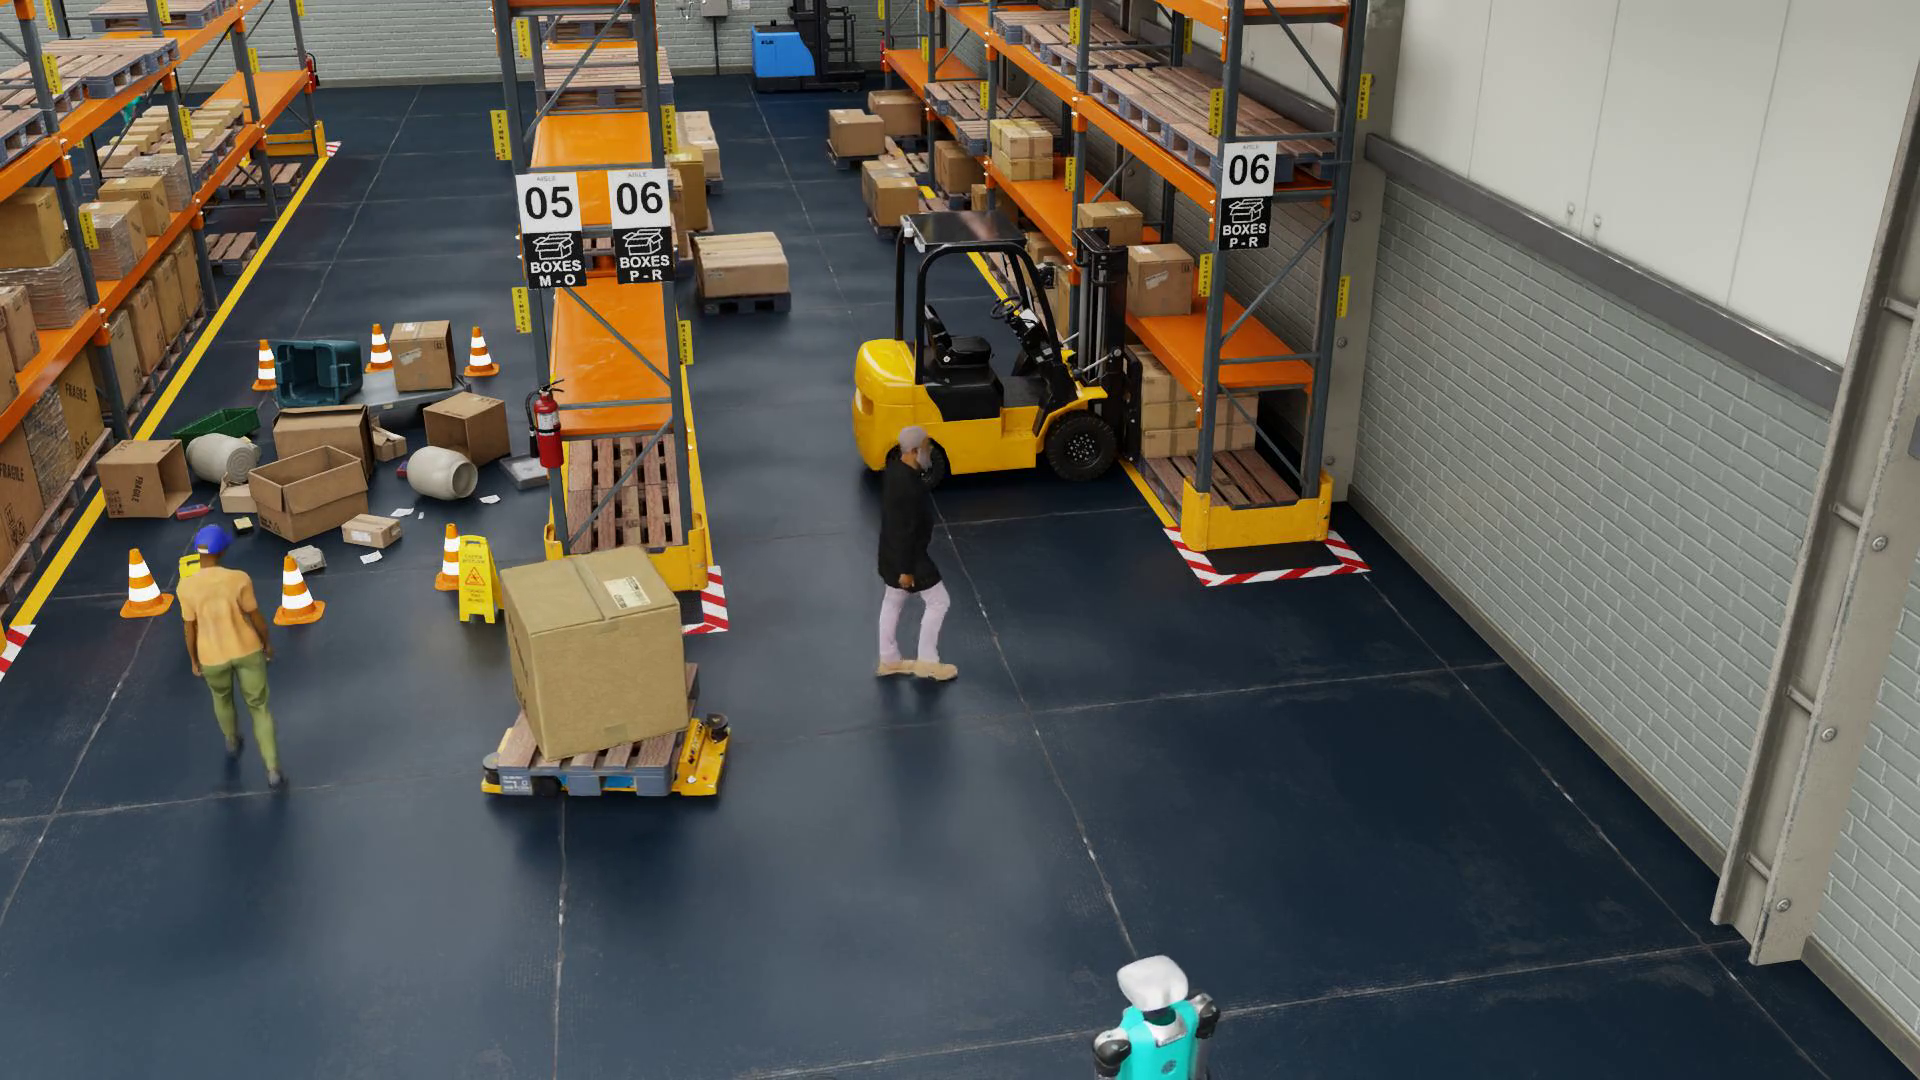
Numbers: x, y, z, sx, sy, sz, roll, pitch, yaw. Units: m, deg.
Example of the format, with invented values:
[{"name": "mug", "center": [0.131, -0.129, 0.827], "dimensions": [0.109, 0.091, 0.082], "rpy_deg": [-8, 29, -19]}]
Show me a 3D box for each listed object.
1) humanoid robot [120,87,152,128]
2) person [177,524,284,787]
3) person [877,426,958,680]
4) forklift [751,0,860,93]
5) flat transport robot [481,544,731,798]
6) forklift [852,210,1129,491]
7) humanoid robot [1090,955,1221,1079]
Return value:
[{"name": "humanoid robot", "center": [-13.051, -7.010, 26.081], "dimensions": [0.530, 1.779, 0.992], "rpy_deg": [-22, 33, -38]}, {"name": "person", "center": [-4.424, 0.686, 10.090], "dimensions": [0.469, 1.665, 0.845], "rpy_deg": [-9, 27, -17]}, {"name": "person", "center": [-0.272, 0.086, 11.134], "dimensions": [0.657, 1.833, 0.544], "rpy_deg": [-8, 27, -16]}, {"name": "forklift", "center": [-2.872, -9.679, 30.288], "dimensions": [1.873, 2.768, 1.129], "rpy_deg": [-5, 26, -10]}, {"name": "flat transport robot", "center": [-2.188, 1.332, 10.355], "dimensions": [1.431, 0.231, 0.659], "rpy_deg": [0, 26, 1]}, {"name": "forklift", "center": [0.216, -1.659, 14.366], "dimensions": [2.313, 2.155, 1.214], "rpy_deg": [-5, 26, -10]}, {"name": "humanoid robot", "center": [0.620, 2.333, 6.629], "dimensions": [0.532, 1.848, 0.689], "rpy_deg": [-13, 29, -25]}]
